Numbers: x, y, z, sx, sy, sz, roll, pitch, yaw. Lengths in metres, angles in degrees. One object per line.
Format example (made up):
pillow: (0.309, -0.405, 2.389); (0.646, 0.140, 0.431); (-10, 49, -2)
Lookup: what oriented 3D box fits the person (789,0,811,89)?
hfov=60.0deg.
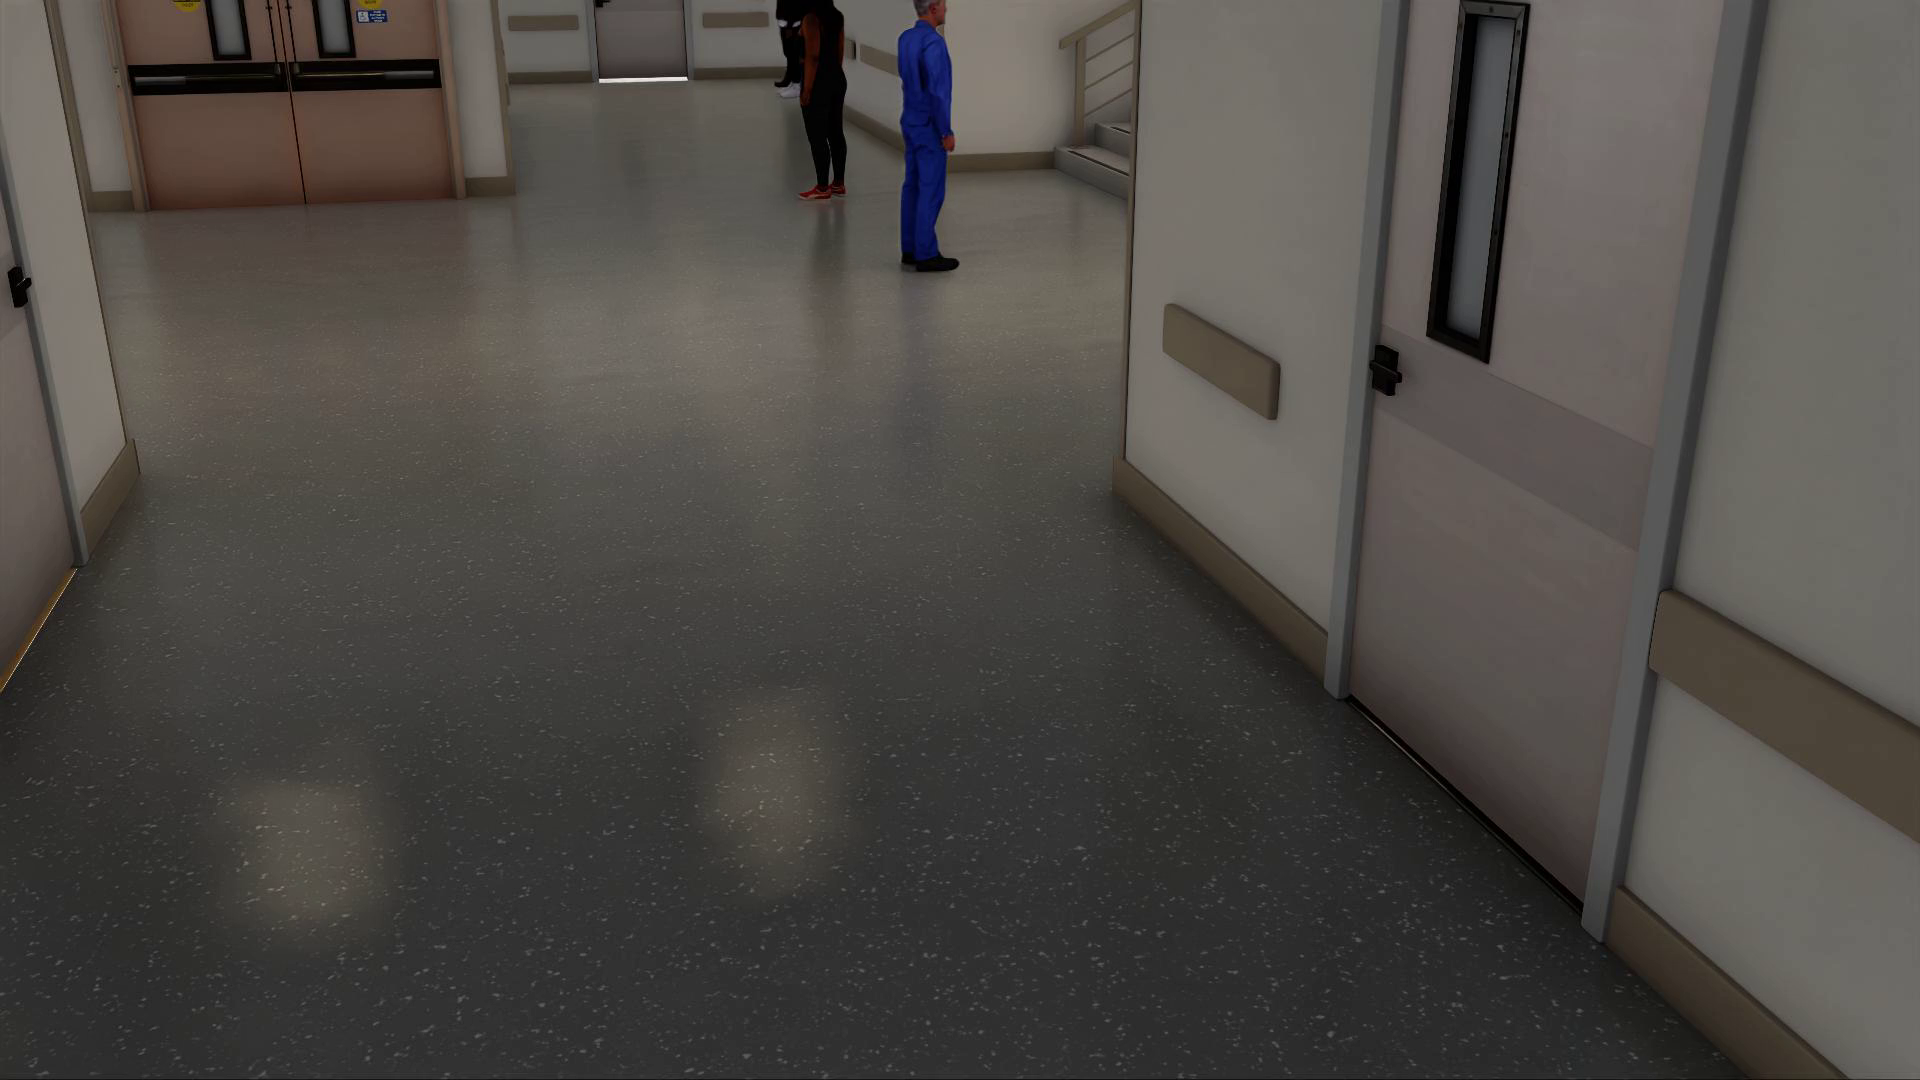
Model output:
person: (-2.017, -6.685, 21.418); (1.018, 1.849, 0.949); (-16, 26, -36)

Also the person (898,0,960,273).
person: (-0.247, -2.720, 10.984); (0.585, 1.823, 0.739); (-8, 22, -20)

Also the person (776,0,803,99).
person: (-2.170, -6.593, 21.218); (0.580, 1.818, 0.680); (-4, 21, -11)

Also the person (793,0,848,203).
person: (-1.123, -3.715, 13.625); (0.835, 1.814, 0.775); (12, 24, 28)
